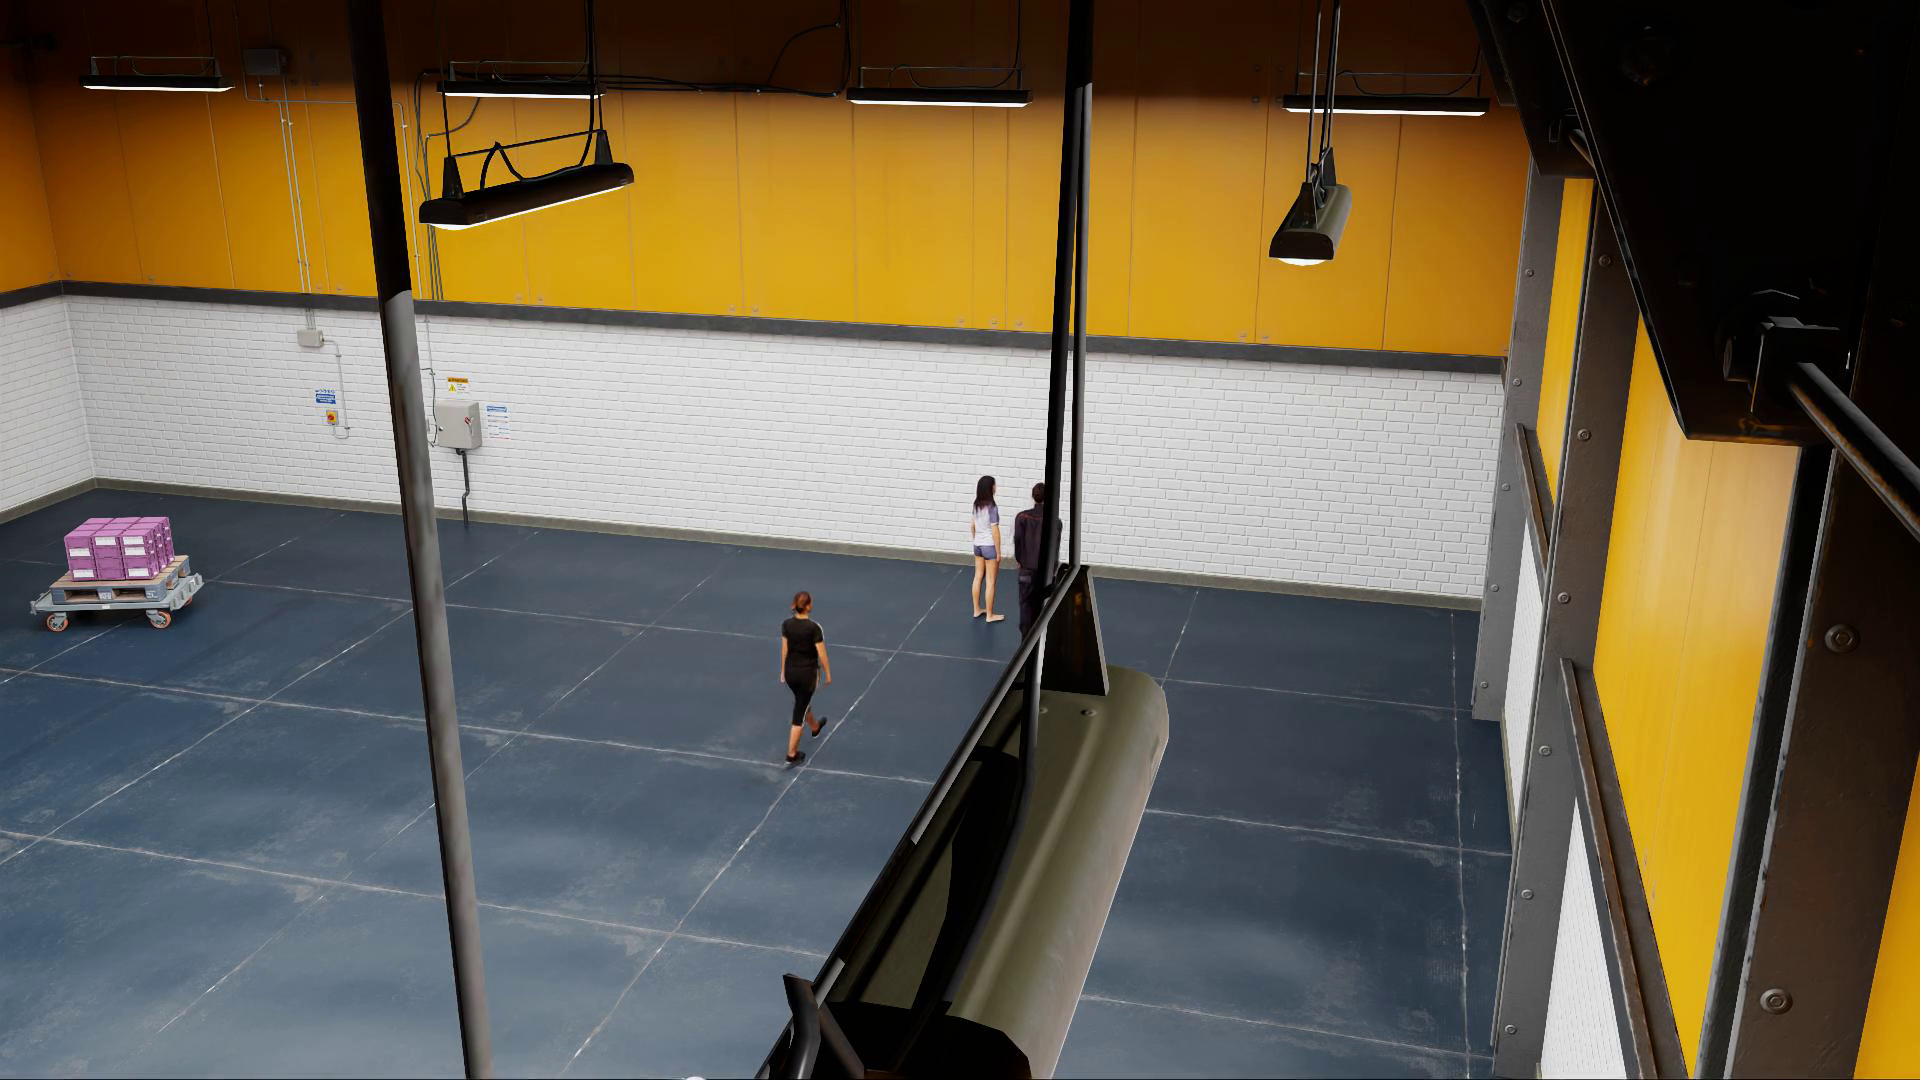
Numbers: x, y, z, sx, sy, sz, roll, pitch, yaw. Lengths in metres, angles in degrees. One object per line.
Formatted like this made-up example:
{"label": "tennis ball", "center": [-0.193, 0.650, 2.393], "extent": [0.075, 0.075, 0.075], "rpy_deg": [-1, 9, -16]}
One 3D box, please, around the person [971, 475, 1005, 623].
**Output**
{"label": "person", "center": [0.309, 0.085, 19.262], "extent": [0.681, 1.733, 0.657], "rpy_deg": [-15, 23, -37]}

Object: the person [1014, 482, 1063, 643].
{"label": "person", "center": [0.835, 0.348, 18.284], "extent": [0.733, 1.857, 1.170], "rpy_deg": [4, 19, 12]}

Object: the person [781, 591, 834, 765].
{"label": "person", "center": [-1.540, 1.325, 15.747], "extent": [0.775, 1.625, 1.126], "rpy_deg": [10, 21, 27]}
